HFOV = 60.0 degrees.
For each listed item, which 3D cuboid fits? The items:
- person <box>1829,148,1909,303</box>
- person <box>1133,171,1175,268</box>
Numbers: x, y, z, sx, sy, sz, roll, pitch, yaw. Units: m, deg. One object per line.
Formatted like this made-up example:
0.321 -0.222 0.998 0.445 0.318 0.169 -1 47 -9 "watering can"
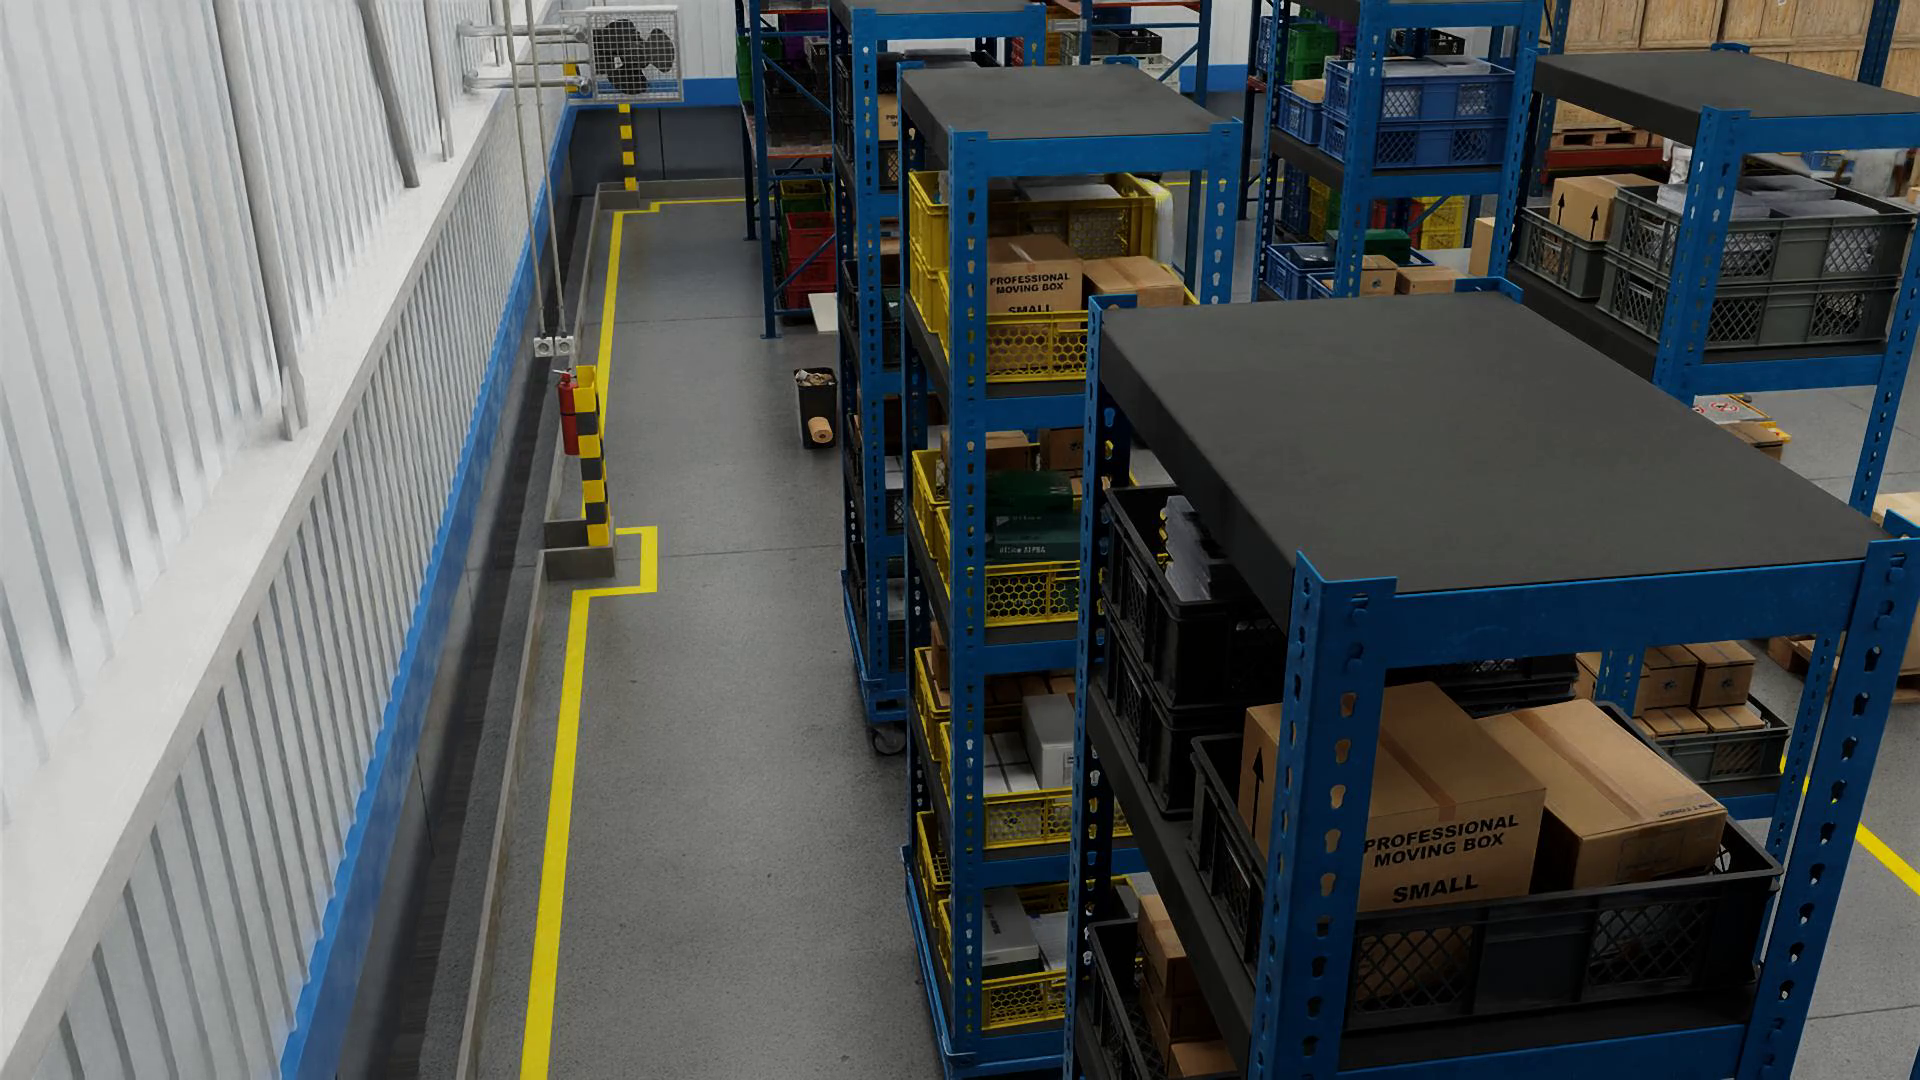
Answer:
8.138 -3.083 15.093 0.601 1.840 0.644 20 32 37 "person"
1.451 -2.181 13.173 0.428 1.817 0.661 -17 30 -33 "person"
